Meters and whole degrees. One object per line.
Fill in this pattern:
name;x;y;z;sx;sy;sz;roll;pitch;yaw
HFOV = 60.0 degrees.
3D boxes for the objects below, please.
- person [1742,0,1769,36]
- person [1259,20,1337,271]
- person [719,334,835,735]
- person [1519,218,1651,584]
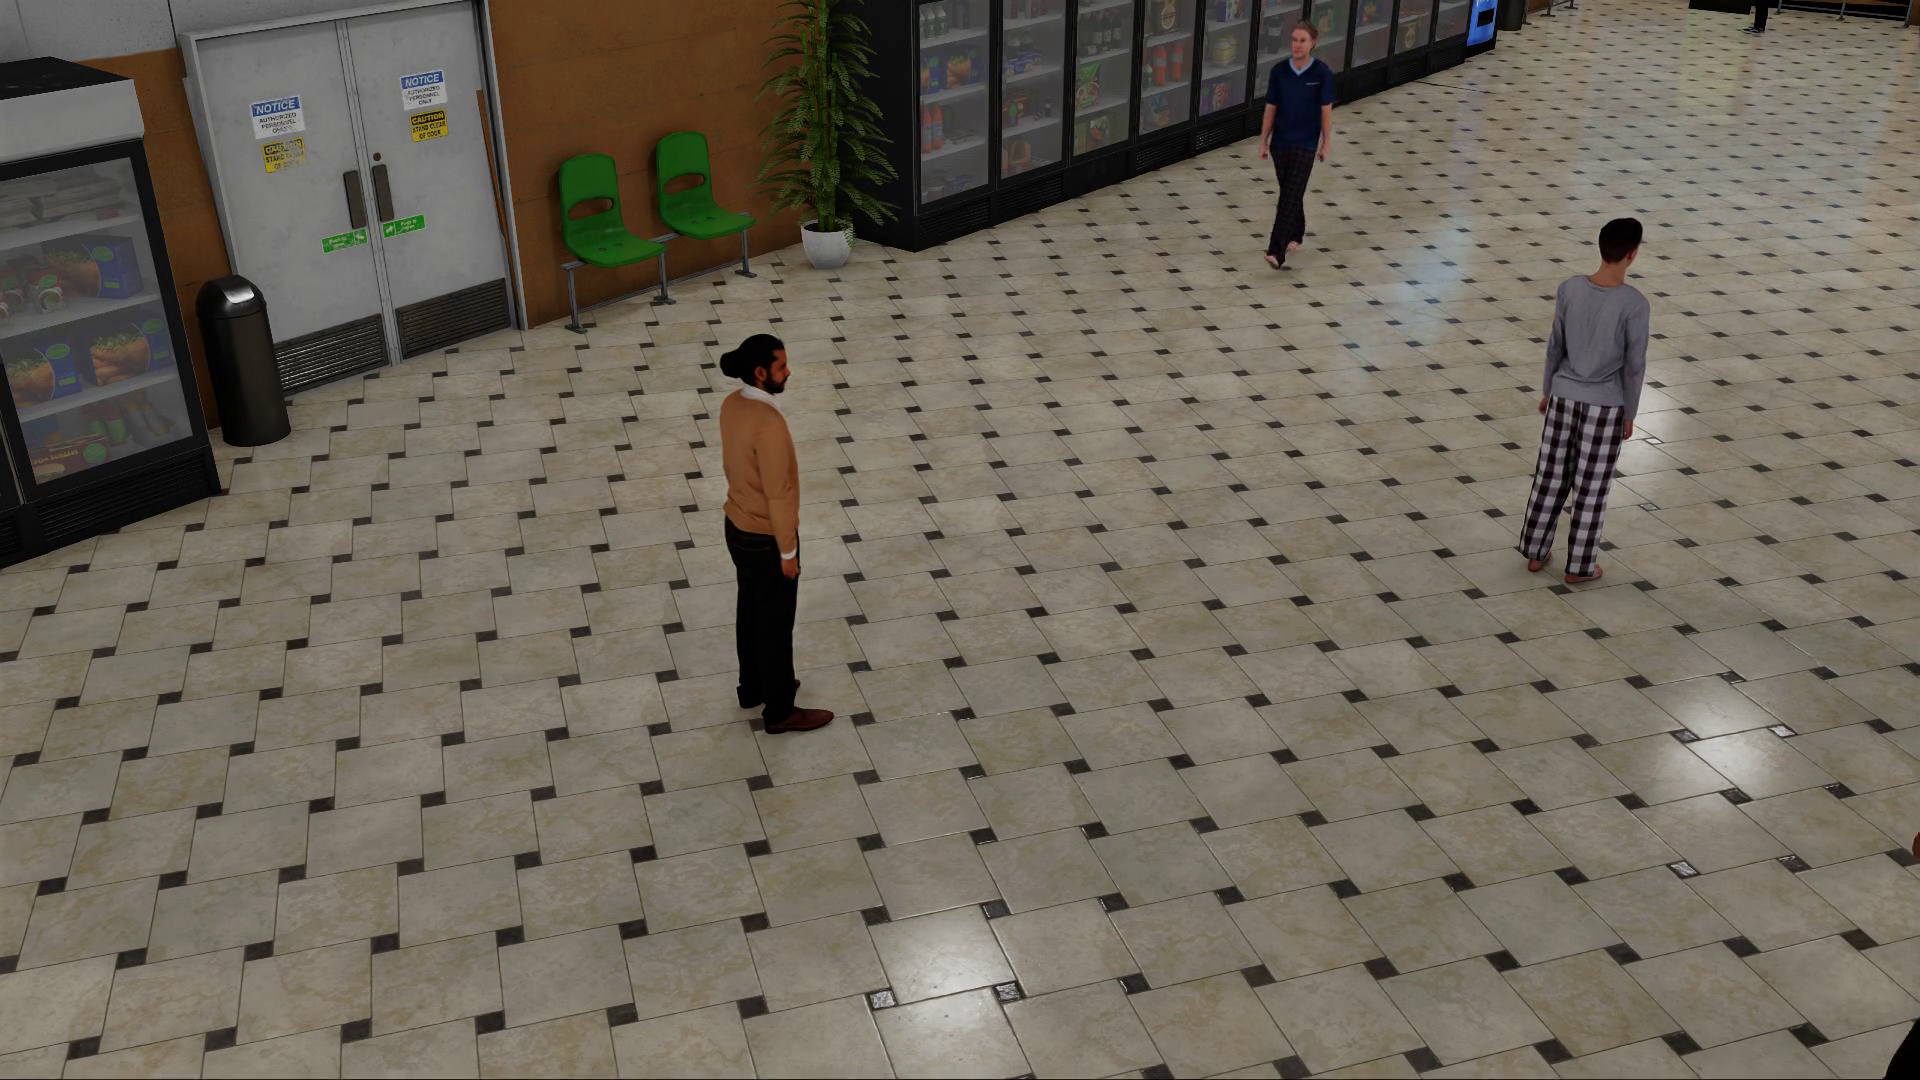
person;10.620;-7.333;21.937;0.534;1.252;0.496;-23;35;-38
person;2.608;-3.036;12.842;1.165;1.816;0.853;16;31;28
person;-0.827;-0.020;6.965;0.796;1.751;0.663;-14;30;-26
person;3.071;-0.671;8.144;0.480;1.847;0.701;23;35;38
